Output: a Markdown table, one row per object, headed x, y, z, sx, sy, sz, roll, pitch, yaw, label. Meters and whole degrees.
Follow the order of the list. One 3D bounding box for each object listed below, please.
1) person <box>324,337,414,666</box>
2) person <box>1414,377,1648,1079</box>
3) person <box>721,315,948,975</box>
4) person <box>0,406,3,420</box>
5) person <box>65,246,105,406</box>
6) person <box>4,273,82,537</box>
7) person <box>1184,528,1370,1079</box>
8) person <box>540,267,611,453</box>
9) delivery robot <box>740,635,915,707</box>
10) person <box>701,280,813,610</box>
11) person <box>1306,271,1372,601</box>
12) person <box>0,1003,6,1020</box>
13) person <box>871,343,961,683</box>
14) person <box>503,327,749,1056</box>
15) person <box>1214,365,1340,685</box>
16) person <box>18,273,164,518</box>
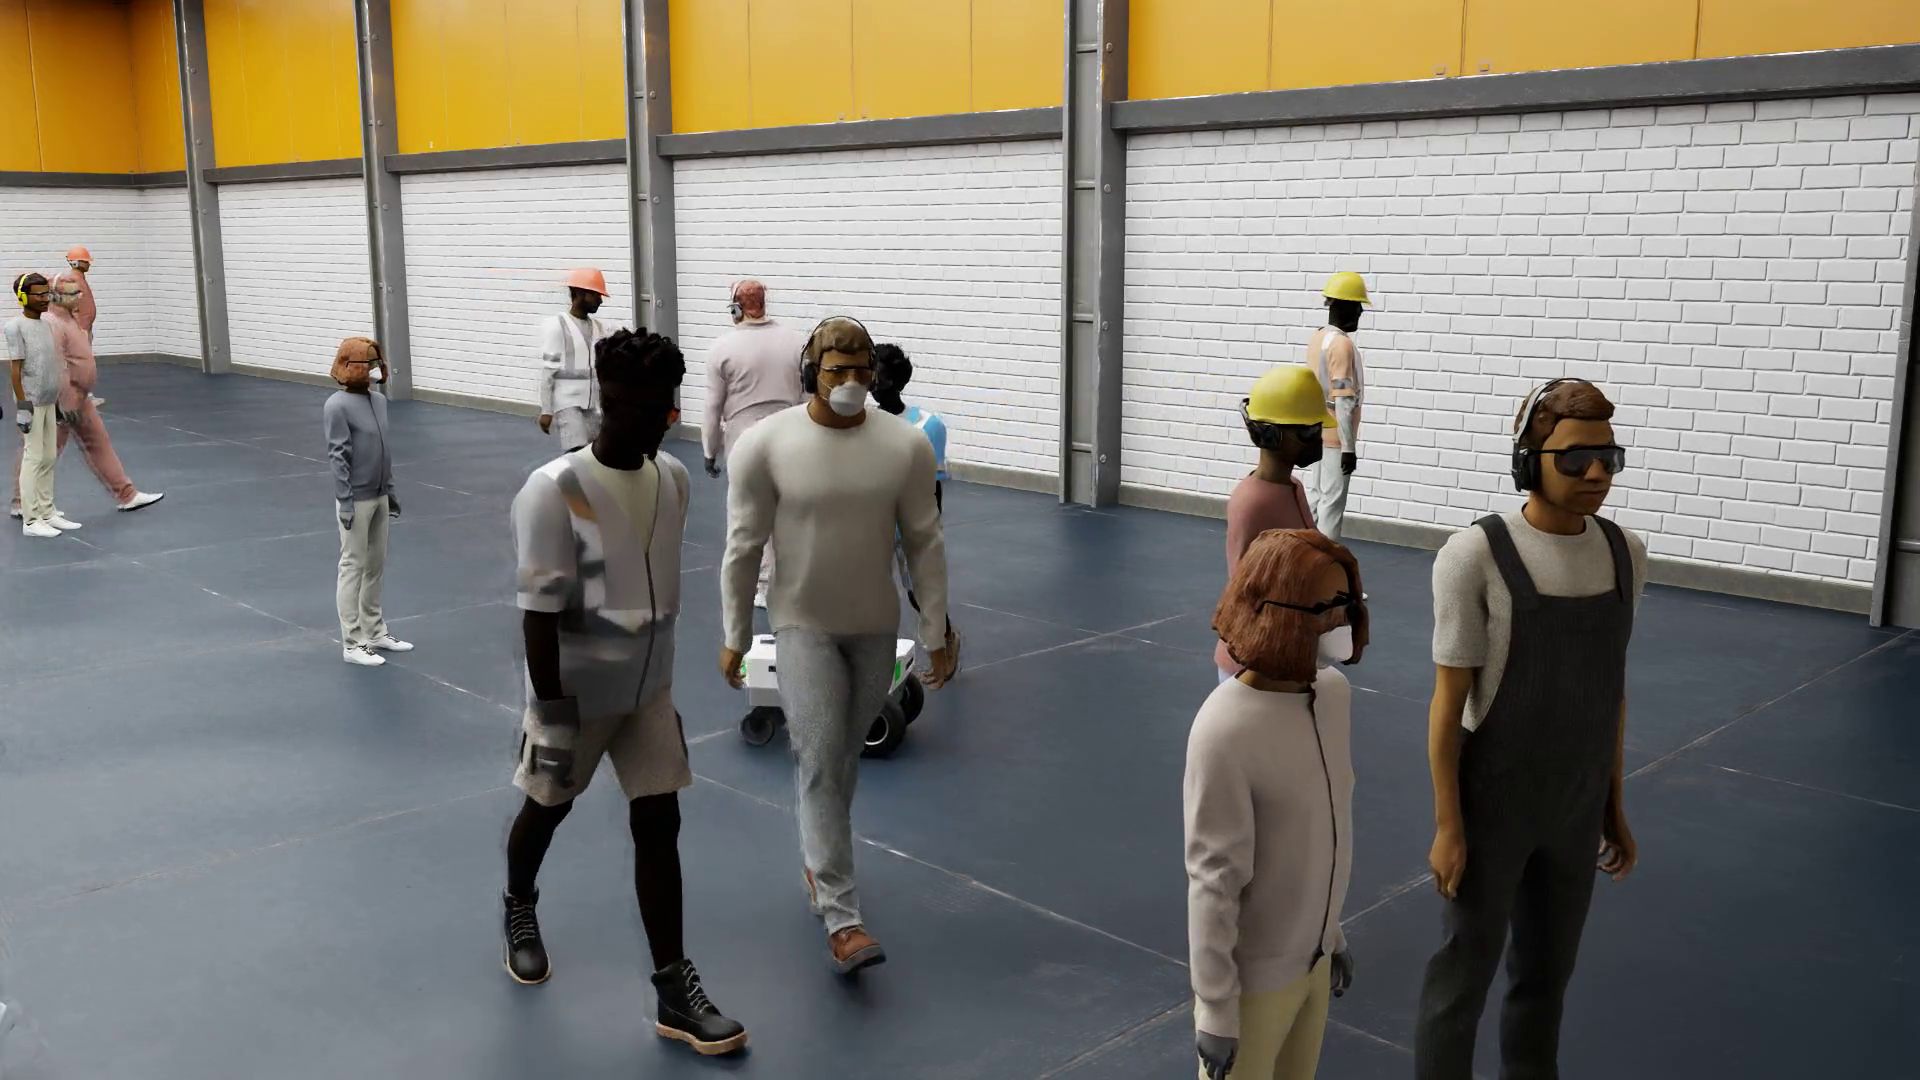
| x | y | z | sx | sy | sz | roll | pitch | yaw | label |
| --- | --- | --- | --- | --- | --- | --- | --- | --- | --- |
| -2.977 | -0.200 | 8.347 | 0.283 | 1.633 | 0.497 | 2 | 11 | 9 | person |
| 1.217 | 0.577 | 3.531 | 0.506 | 1.846 | 0.351 | -4 | 11 | -19 | person |
| -0.326 | 0.301 | 4.903 | 0.652 | 1.888 | 0.991 | -4 | 11 | -23 | person |
| -7.405 | -1.068 | 12.241 | 0.666 | 1.924 | 0.975 | 0 | 10 | -3 | person |
| -10.995 | -2.675 | 20.857 | 0.396 | 1.992 | 0.623 | -3 | 11 | -16 | person |
| -6.565 | -0.963 | 11.868 | 0.309 | 1.868 | 0.534 | 0 | 10 | -1 | person |
| 0.566 | 0.780 | 3.003 | 0.264 | 1.632 | 0.508 | 8 | 13 | 37 | person |
| -2.652 | -0.935 | 11.588 | 0.420 | 1.913 | 0.588 | 6 | 12 | 31 | person |
| -0.558 | 0.537 | 7.012 | 0.707 | 0.478 | 0.477 | 2 | 10 | 9 | delivery robot |
| -1.223 | -0.562 | 9.665 | 0.653 | 1.866 | 0.892 | -6 | 12 | -31 | person |
| 2.207 | -0.608 | 9.770 | 0.366 | 1.926 | 0.587 | -1 | 10 | -5 | person |
| -2.865 | 0.500 | 4.006 | 0.889 | 1.831 | 0.519 | -3 | 11 | -15 | person |
| -0.266 | -0.074 | 7.563 | 0.530 | 1.663 | 0.807 | 5 | 11 | 25 | person |
| -0.992 | 0.372 | 4.520 | 1.025 | 1.903 | 0.621 | 9 | 13 | 39 | person |
| 0.917 | 0.375 | 4.853 | 0.326 | 1.767 | 0.533 | 5 | 11 | 24 | person |
| -6.683 | -1.080 | 12.567 | 1.012 | 1.843 | 0.652 | -3 | 11 | -17 | person |
